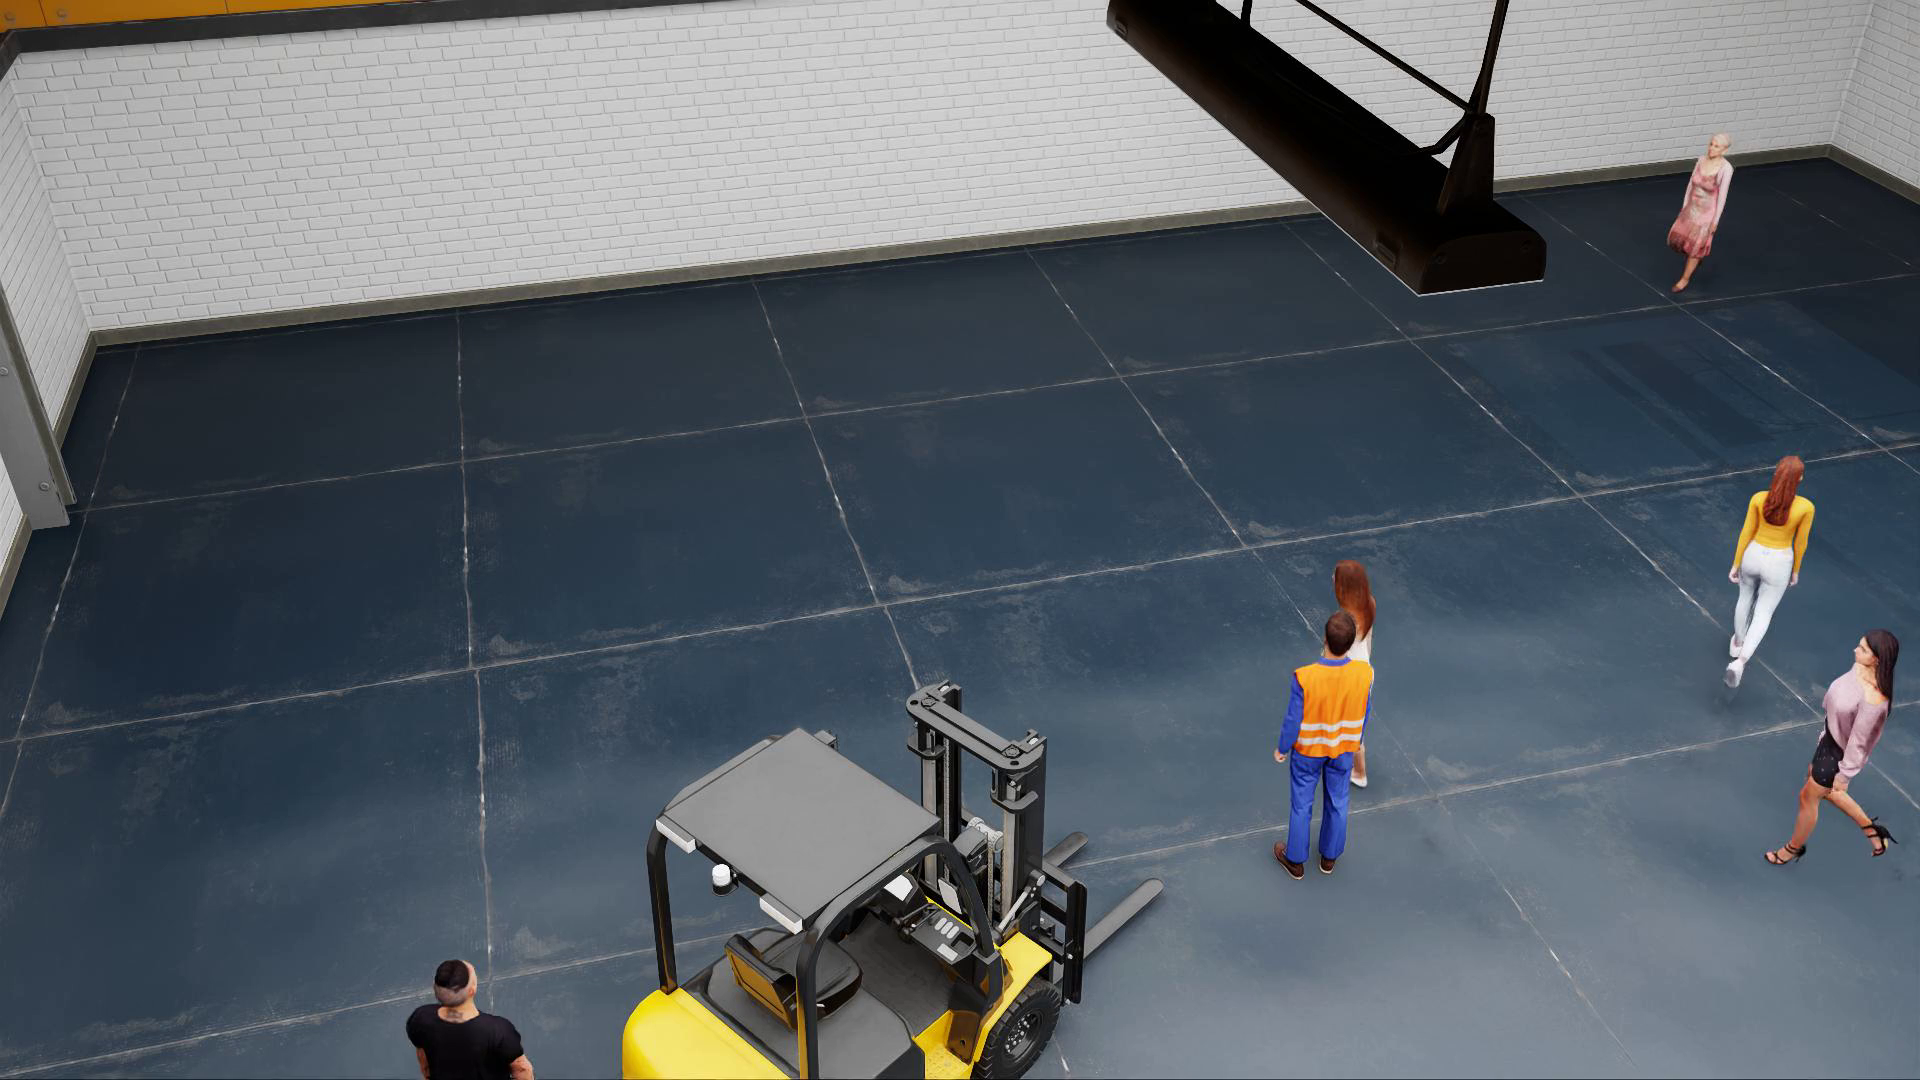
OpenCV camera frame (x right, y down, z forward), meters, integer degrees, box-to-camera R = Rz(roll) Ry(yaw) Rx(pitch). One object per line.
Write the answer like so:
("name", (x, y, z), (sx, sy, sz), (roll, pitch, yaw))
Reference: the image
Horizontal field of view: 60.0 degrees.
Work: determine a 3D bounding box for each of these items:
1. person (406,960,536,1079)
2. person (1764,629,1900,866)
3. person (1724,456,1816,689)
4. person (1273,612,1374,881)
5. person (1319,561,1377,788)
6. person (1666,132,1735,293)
("person", (-2.251, 2.640, 7.682), (0.814, 1.854, 0.843), (10, 35, 15))
("person", (5.276, 1.281, 9.785), (0.950, 1.790, 0.958), (9, 35, 13))
("person", (5.519, 0.232, 11.417), (1.069, 1.730, 1.110), (18, 38, 25))
("person", (2.136, 1.220, 9.812), (0.714, 1.862, 0.626), (-5, 34, -8))
("person", (2.510, 0.895, 10.468), (0.993, 1.678, 0.863), (28, 43, 35))
("person", (7.537, -3.324, 16.811), (0.787, 1.682, 0.747), (-20, 39, -27))
